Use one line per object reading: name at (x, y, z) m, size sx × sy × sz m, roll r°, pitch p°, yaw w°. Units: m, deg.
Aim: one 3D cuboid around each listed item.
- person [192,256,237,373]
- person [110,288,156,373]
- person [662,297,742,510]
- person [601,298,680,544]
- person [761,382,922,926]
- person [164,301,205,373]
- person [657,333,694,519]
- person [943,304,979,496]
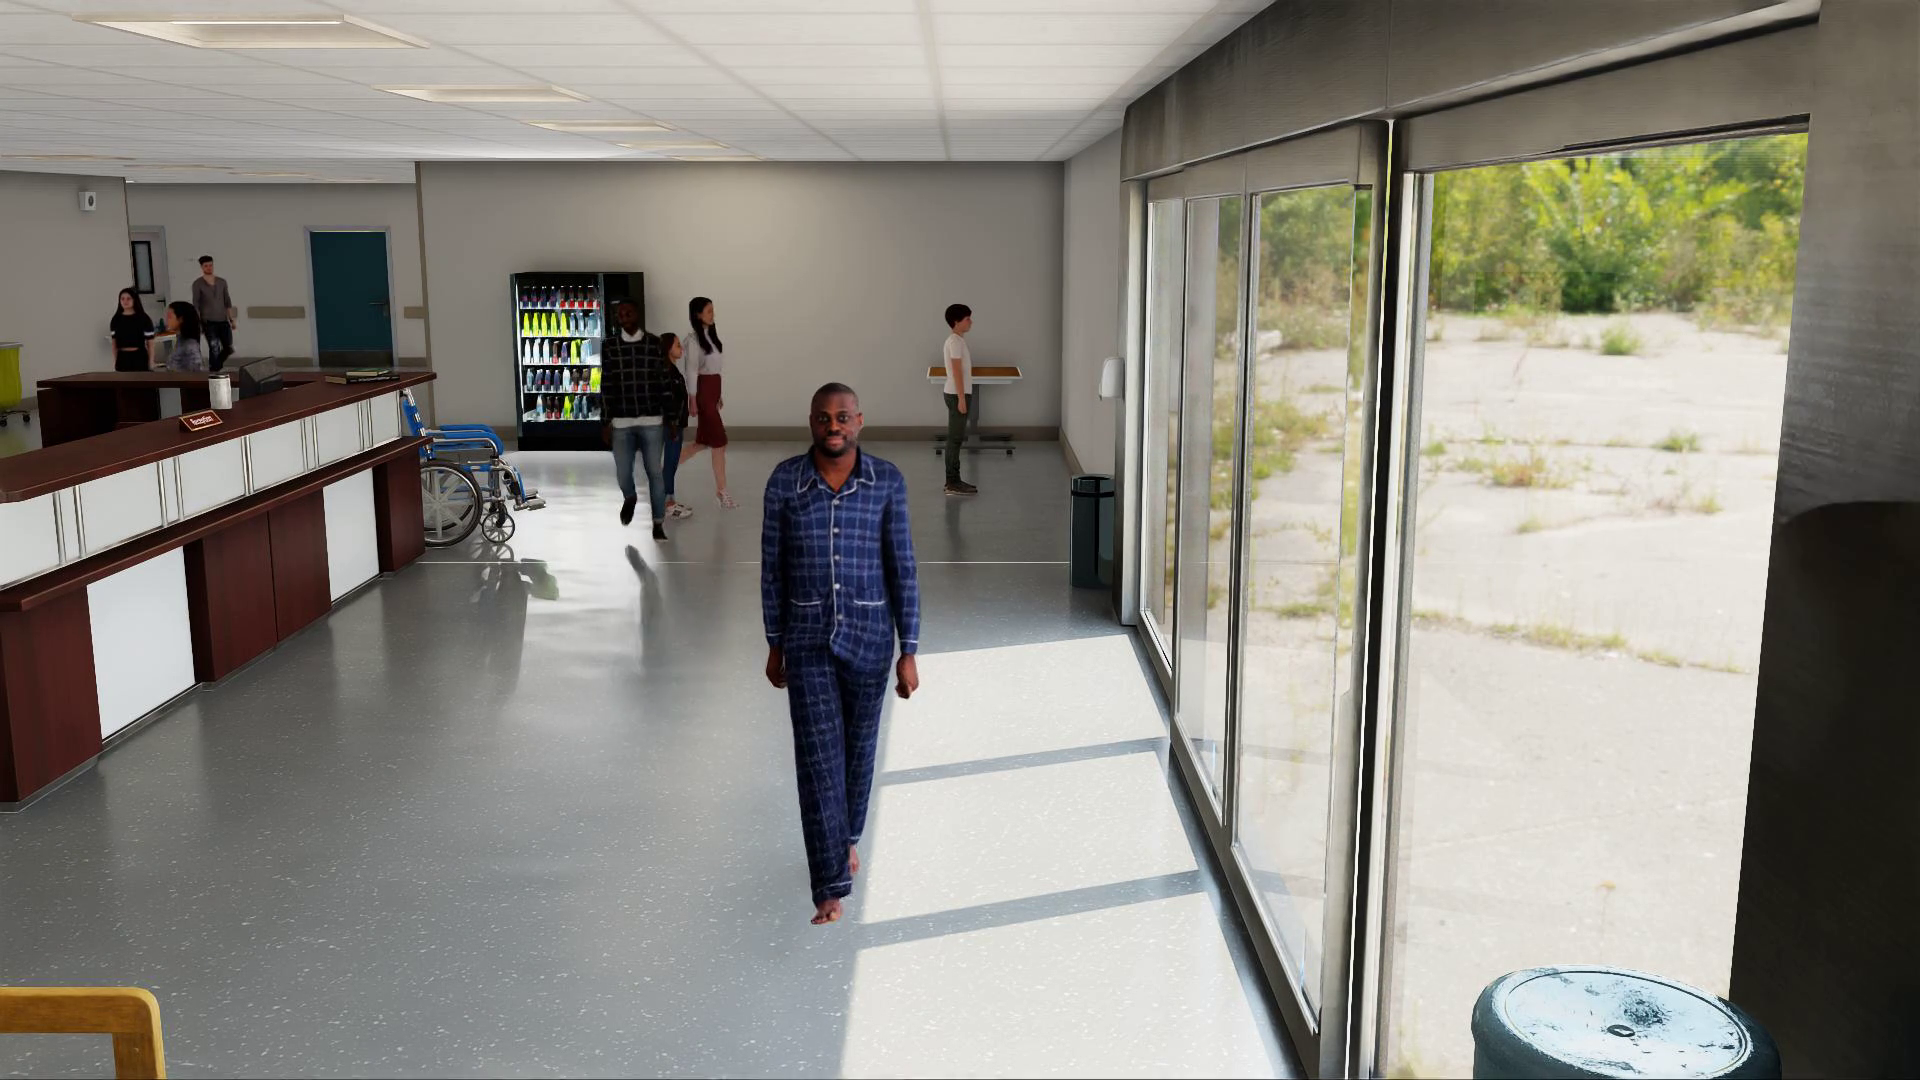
person at (-10.670, -3.093, 23.719) m, size 1.019 × 1.885 × 0.957 m, roll 10°, pitch 14°, yaw 42°
person at (-9.278, -2.013, 18.729) m, size 0.754 × 1.623 × 0.766 m, roll -2°, pitch 11°, yaw -13°
person at (-2.147, -1.107, 13.675) m, size 1.074 × 1.727 × 0.756 m, roll 3°, pitch 11°, yaw 15°
person at (-2.414, -0.892, 12.348) m, size 0.870 × 1.800 × 0.878 m, roll -3°, pitch 11°, yaw -15°
person at (-0.408, 0.369, 5.773) m, size 1.094 × 1.774 × 0.812 m, roll -1°, pitch 11°, yaw -4°
person at (-6.125, -1.041, 13.458) m, size 1.249 × 1.678 × 1.041 m, roll -6°, pitch 13°, yaw -31°
person at (-2.331, -0.936, 13.427) m, size 0.549 × 1.483 × 0.590 m, roll -2°, pitch 11°, yaw -9°
person at (-0.023, -1.239, 14.565) m, size 0.515 × 1.655 × 0.555 m, roll 0°, pitch 11°, yaw 1°
